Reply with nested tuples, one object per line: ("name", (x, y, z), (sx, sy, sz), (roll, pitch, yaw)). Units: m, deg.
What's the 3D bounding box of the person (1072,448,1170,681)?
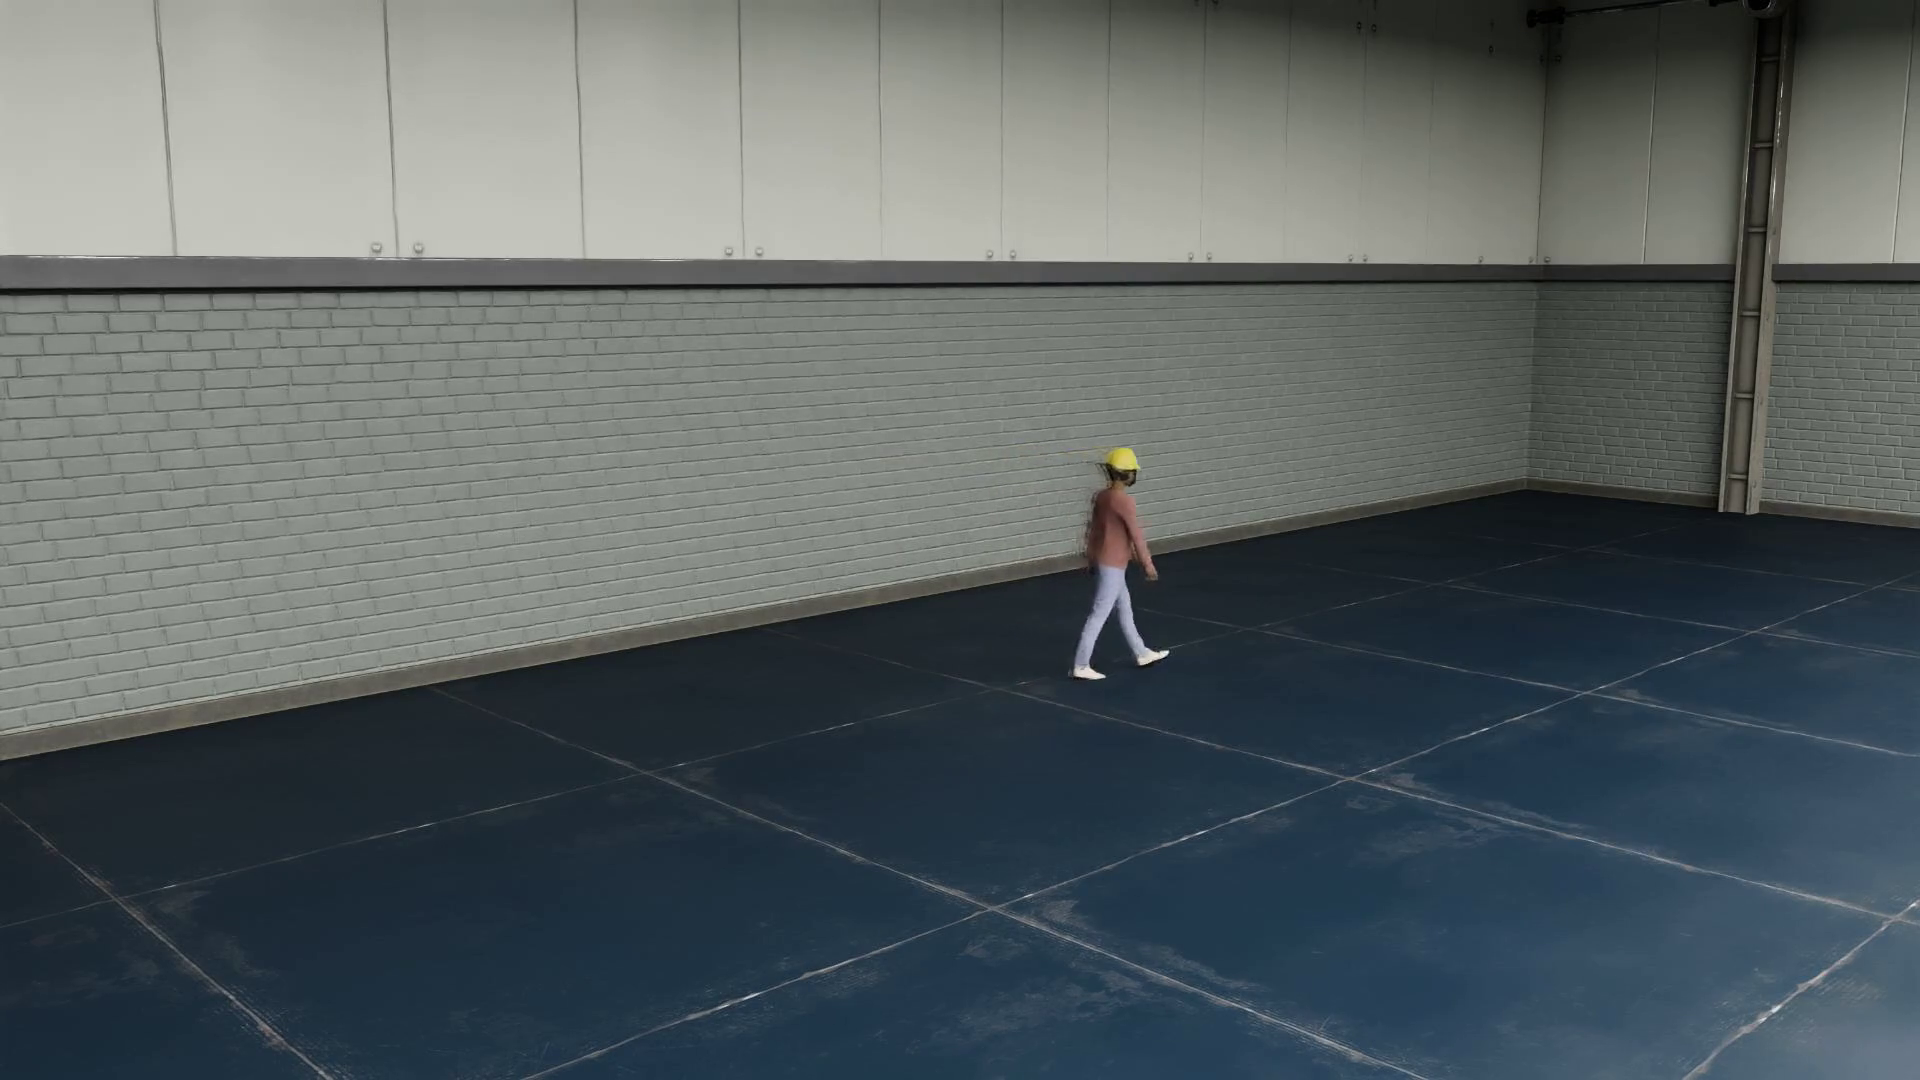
("person", (1.210, 0.184, 12.408), (0.882, 1.726, 0.538), (-3, 10, -17))
